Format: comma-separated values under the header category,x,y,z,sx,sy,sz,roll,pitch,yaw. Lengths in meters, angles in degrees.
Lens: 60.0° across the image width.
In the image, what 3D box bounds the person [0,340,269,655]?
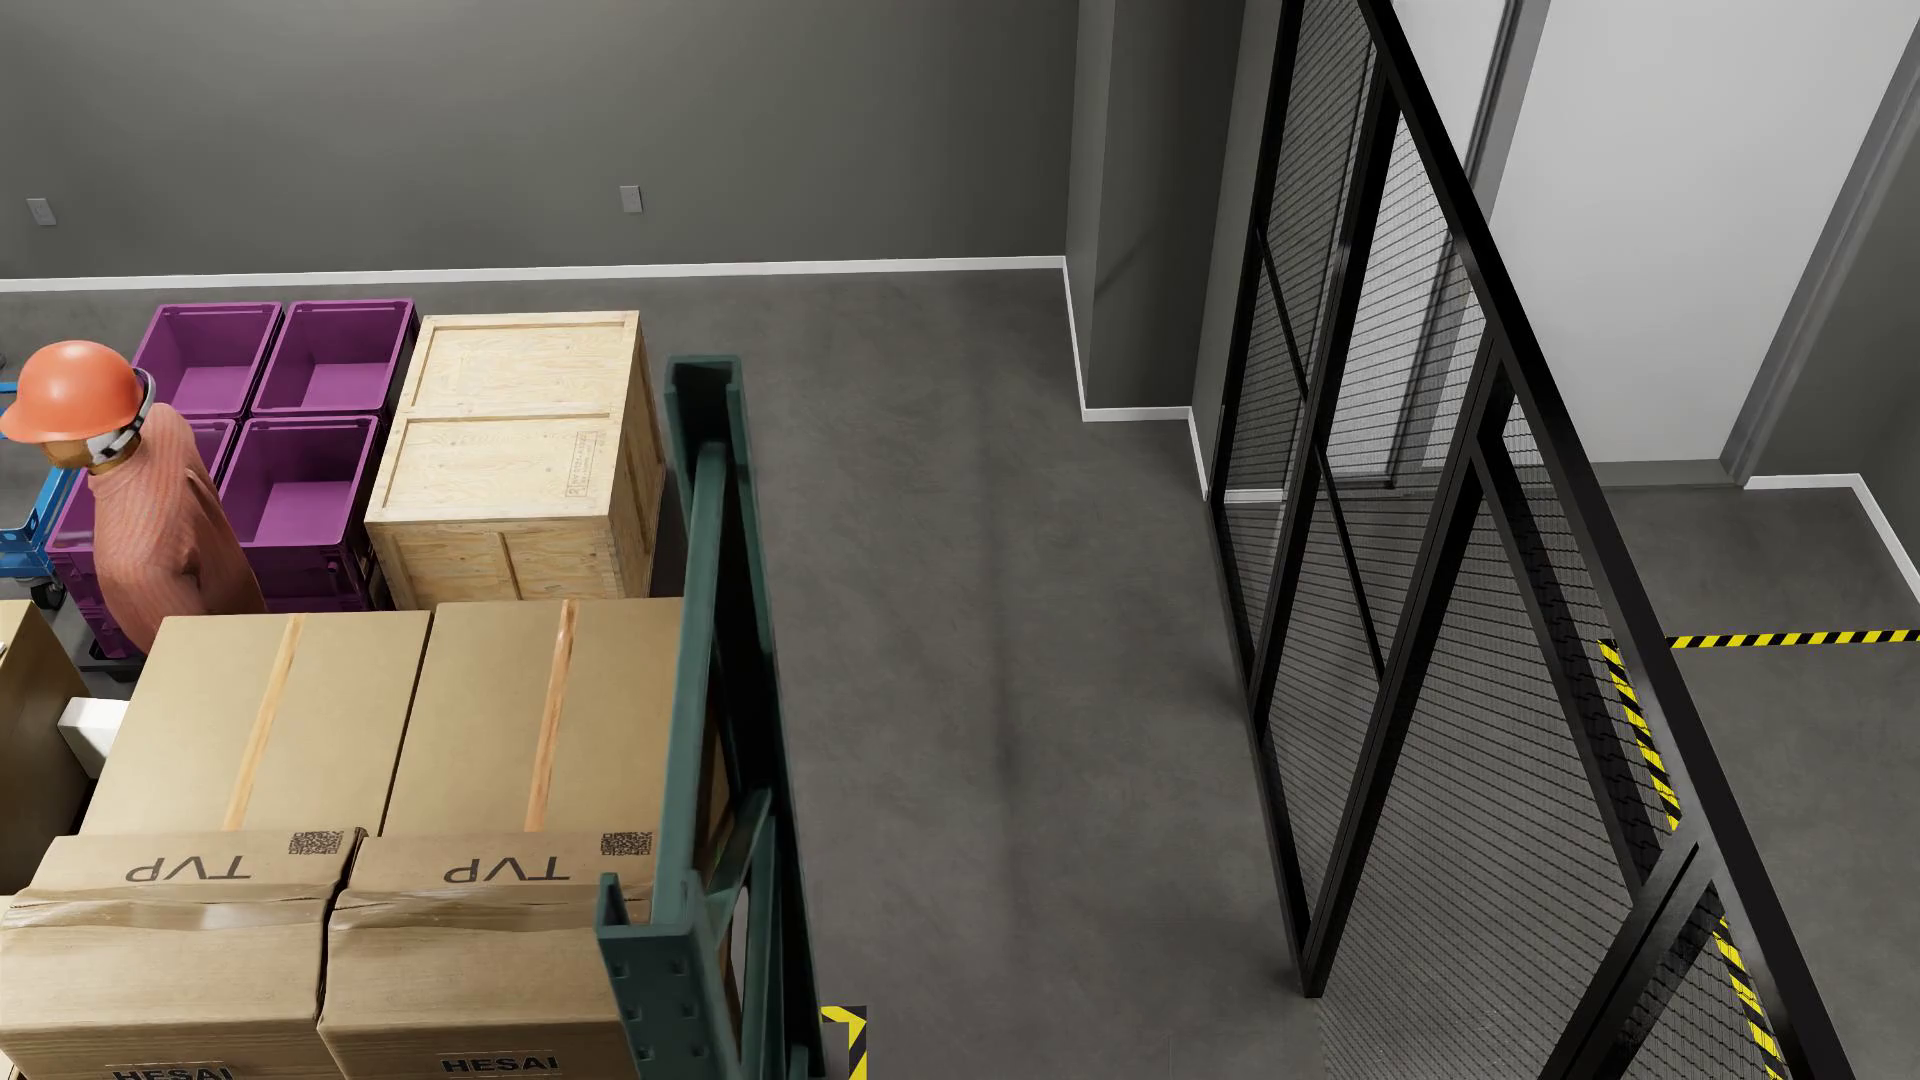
category,x,y,z,sx,sy,sz,roll,pitch,yaw
person,-2.037,0.254,4.474,0.375,1.997,0.608,-12,48,-11

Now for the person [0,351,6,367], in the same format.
category,x,y,z,sx,sy,sz,roll,pitch,yaw
person,-4.026,-1.270,5.969,0.354,1.937,0.635,-3,46,-3
